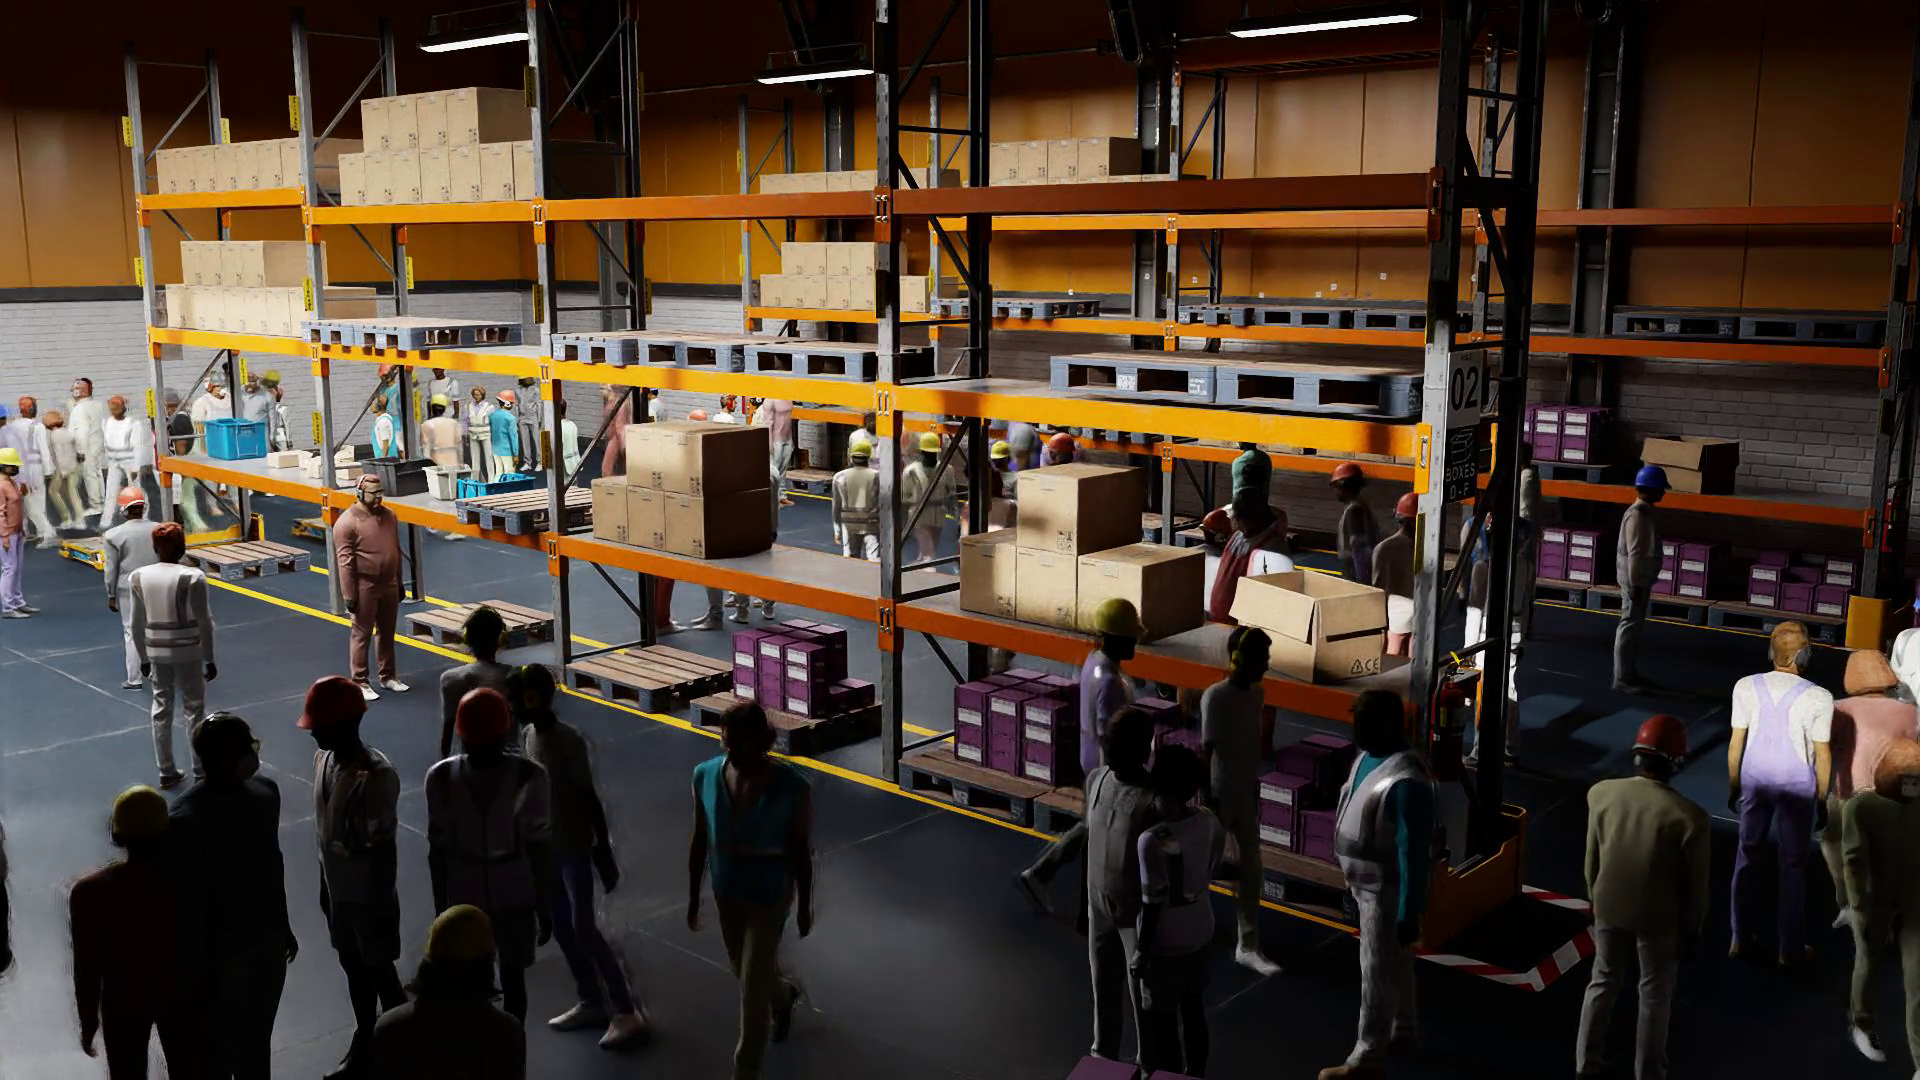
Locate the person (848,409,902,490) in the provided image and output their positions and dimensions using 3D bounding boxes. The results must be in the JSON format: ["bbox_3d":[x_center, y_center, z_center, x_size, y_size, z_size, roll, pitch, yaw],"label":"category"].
[{"bbox_3d":[-1.020,-0.712,20.392,0.685,1.790,0.822,-4,11,-23],"label":"person"}]

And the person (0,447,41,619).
[{"bbox_3d":[-9.628,-0.070,16.902,0.341,1.756,0.531,-2,10,-13],"label":"person"}]

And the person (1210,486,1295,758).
[{"bbox_3d":[2.119,0.593,12.339,0.536,2.000,0.674,-5,11,-24],"label":"person"}]

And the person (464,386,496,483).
[{"bbox_3d":[-7.396,-1.563,25.693,0.519,1.633,0.314,2,10,10],"label":"person"}]

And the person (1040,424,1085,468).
[{"bbox_3d":[1.208,-0.535,19.138,0.590,1.898,0.850,-7,12,-35],"label":"person"}]

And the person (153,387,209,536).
[{"bbox_3d":[-9.960,-0.971,21.180,0.543,2.000,0.705,-2,10,-13],"label":"person"}]

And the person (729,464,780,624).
[{"bbox_3d":[-2.120,-0.114,16.710,0.639,1.911,0.402,-6,11,-29],"label":"person"}]

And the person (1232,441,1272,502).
[{"bbox_3d":[3.018,-0.244,17.359,0.356,1.938,0.633,8,13,39],"label":"person"}]

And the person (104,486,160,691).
[{"bbox_3d":[-7.010,0.409,14.217,0.350,1.744,0.566,9,14,42],"label":"person"}]

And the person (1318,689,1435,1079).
[{"bbox_3d":[1.911,1.571,7.536,0.663,1.825,0.651,0,10,-2],"label":"person"}]

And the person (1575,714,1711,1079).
[{"bbox_3d":[3.035,1.625,7.367,0.382,1.739,0.566,-9,13,-42],"label":"person"}]

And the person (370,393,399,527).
[{"bbox_3d":[-7.647,-1.033,22.081,0.344,1.847,0.504,-2,10,-13],"label":"person"}]

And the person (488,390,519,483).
[{"bbox_3d":[-6.478,-1.278,23.774,0.575,1.739,0.350,8,13,38],"label":"person"}]

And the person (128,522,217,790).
[{"bbox_3d":[-5.446,0.810,11.561,0.574,1.881,0.357,1,10,7],"label":"person"}]

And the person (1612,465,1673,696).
[{"bbox_3d":[5.771,0.327,14.103,0.404,1.945,0.615,5,11,28],"label":"person"}]

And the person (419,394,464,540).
[{"bbox_3d":[-6.729,-0.942,21.528,0.649,1.853,0.980,-9,13,-40],"label":"person"}]

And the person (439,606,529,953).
[{"bbox_3d":[-2.550,1.260,9.156,0.503,1.827,0.932,0,10,-2],"label":"person"}]

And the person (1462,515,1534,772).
[{"bbox_3d":[3.868,0.739,11.995,0.578,1.878,0.340,-6,12,-31],"label":"person"}]

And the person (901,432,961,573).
[{"bbox_3d":[-0.332,-0.206,17.372,0.606,1.874,1.013,-6,12,-32],"label":"person"}]

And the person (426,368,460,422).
[{"bbox_3d":[-8.548,-2.047,27.515,0.607,1.960,0.365,3,10,16],"label":"person"}]

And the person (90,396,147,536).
[{"bbox_3d":[-10.933,-0.947,21.612,0.595,1.835,0.990,2,10,9],"label":"person"}]

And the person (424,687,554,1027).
[{"bbox_3d":[-2.034,1.560,7.235,0.546,1.912,0.438,-1,10,-8],"label":"person"}]

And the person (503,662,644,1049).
[{"bbox_3d":[-1.867,1.482,7.912,0.626,1.826,0.415,9,14,43],"label":"person"}]

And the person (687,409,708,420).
[{"bbox_3d":[-3.295,-0.772,20.894,0.344,1.741,0.561,2,10,14],"label":"person"}]

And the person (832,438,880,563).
[{"bbox_3d":[-1.002,-0.123,16.985,0.596,1.831,0.403,0,10,1],"label":"person"}]

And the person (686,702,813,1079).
[{"bbox_3d":[-0.909,1.571,7.495,0.584,1.810,0.897,4,11,19],"label":"person"}]

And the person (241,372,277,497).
[{"bbox_3d":[-10.625,-1.585,25.073,0.647,1.899,0.399,0,10,-1],"label":"person"}]

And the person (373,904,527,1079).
[{"bbox_3d":[-1.623,2.014,5.329,0.489,1.689,0.938,-2,10,-12],"label":"person"}]

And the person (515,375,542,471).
[{"bbox_3d":[-7.273,-2.023,28.009,0.490,1.730,0.324,3,10,14],"label":"person"}]

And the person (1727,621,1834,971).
[{"bbox_3d":[4.291,1.333,8.730,0.505,1.838,0.348,10,14,44],"label":"person"}]

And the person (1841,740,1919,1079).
[{"bbox_3d":[4.226,1.676,7.493,0.524,1.595,0.739,2,10,10],"label":"person"}]

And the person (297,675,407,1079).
[{"bbox_3d":[-2.687,1.532,7.354,0.544,1.930,0.389,8,13,39],"label":"person"}]

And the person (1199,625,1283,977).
[{"bbox_3d":[1.358,1.327,8.769,0.554,1.842,0.782,-8,13,-39],"label":"person"}]
